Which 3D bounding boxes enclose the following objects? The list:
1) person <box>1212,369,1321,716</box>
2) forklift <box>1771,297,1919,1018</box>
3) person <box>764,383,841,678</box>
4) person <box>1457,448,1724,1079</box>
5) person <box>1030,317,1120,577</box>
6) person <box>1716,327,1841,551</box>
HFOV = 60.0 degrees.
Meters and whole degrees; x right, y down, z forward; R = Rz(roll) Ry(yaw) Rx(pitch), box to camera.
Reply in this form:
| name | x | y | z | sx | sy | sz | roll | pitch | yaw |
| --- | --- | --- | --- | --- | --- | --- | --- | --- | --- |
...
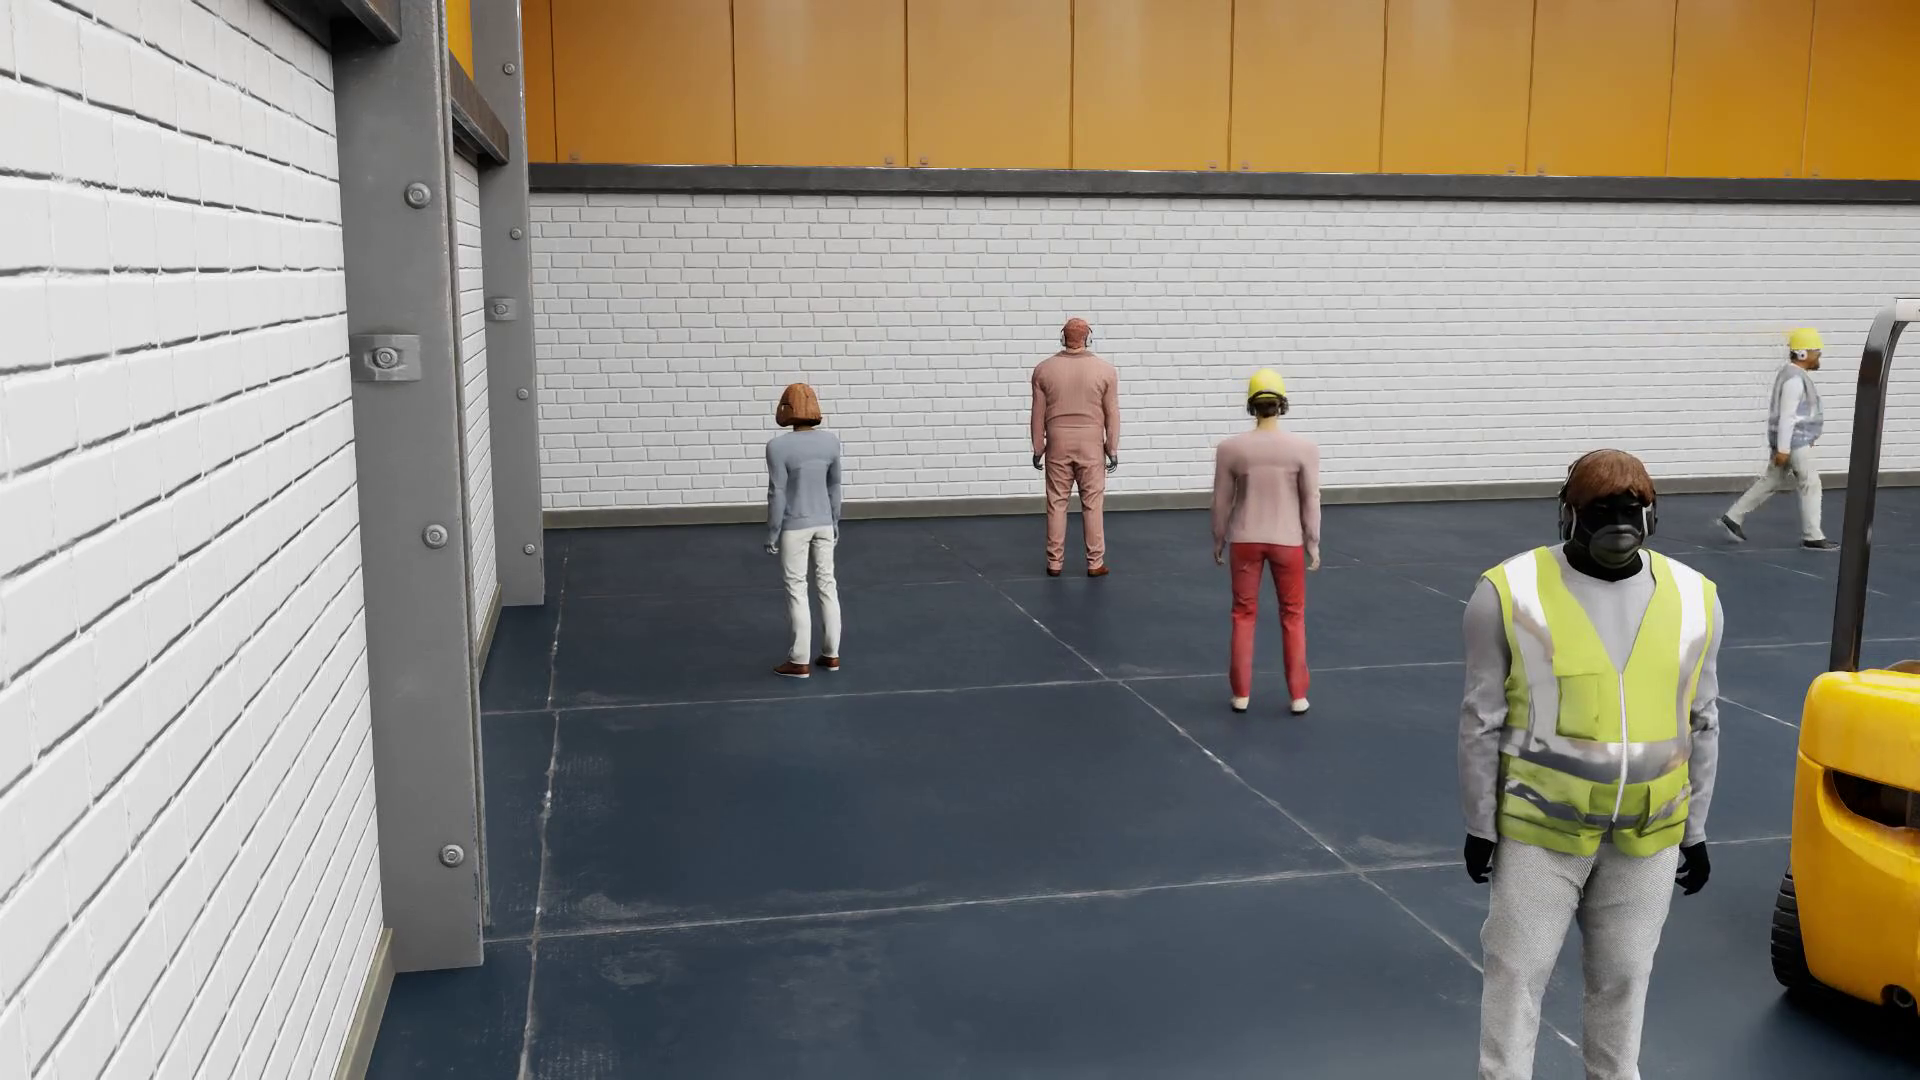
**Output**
| name | x | y | z | sx | sy | sz | roll | pitch | yaw |
| --- | --- | --- | --- | --- | --- | --- | --- | --- | --- |
| person | 1.552 | 0.016 | 8.432 | 0.544 | 1.763 | 0.332 | 3 | 10 | 16 |
| forklift | 3.542 | 0.334 | 5.177 | 2.313 | 2.155 | 1.214 | -9 | 13 | -43 |
| person | -0.869 | -0.054 | 9.240 | 0.503 | 1.632 | 0.274 | -8 | 12 | -41 |
| person | 1.528 | 0.695 | 4.051 | 0.625 | 1.844 | 0.429 | 0 | 9 | 1 |
| person | 0.848 | -0.674 | 12.196 | 0.655 | 1.904 | 0.407 | 2 | 9 | 10 |
| person | 6.663 | -0.825 | 13.468 | 0.890 | 1.802 | 0.595 | 4 | 10 | 22 |
